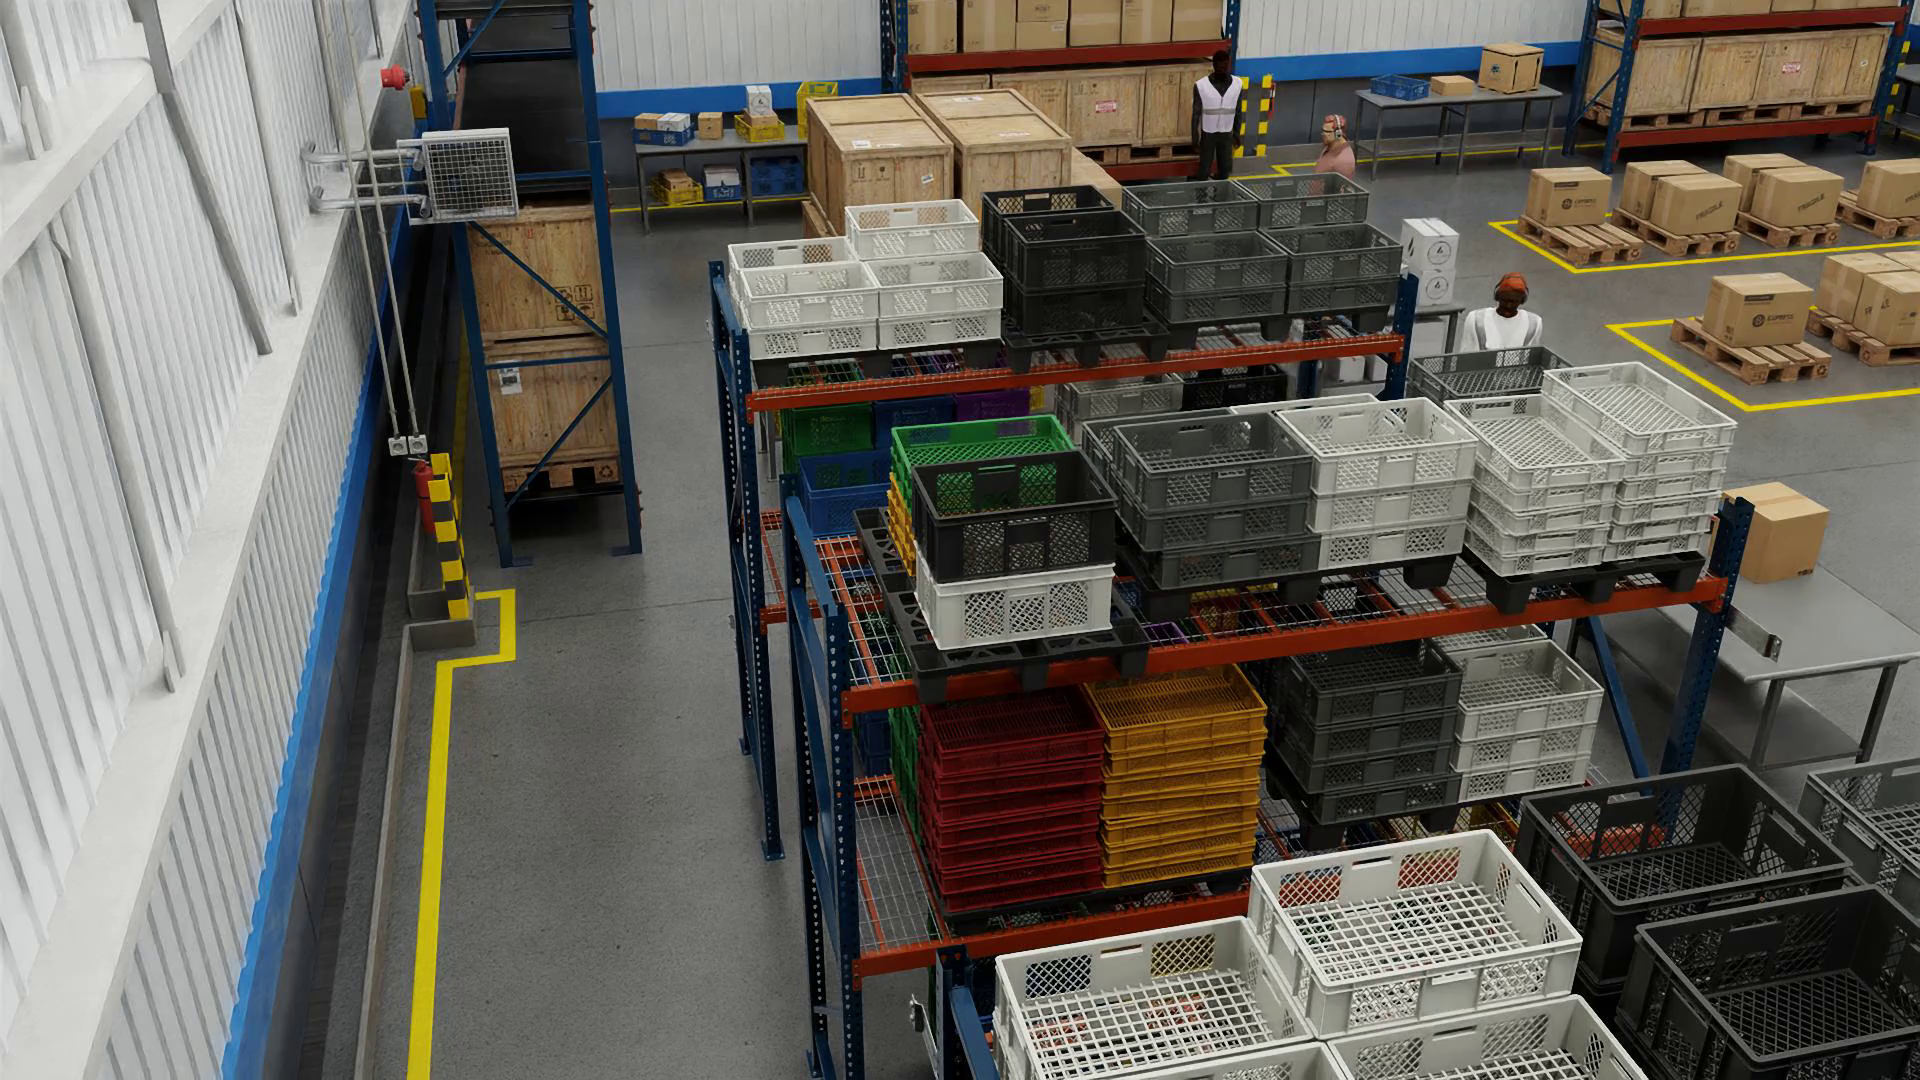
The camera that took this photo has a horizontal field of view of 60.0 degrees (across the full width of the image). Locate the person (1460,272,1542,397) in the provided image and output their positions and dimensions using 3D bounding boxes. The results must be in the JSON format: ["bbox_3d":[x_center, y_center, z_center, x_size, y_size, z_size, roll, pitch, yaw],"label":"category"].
[{"bbox_3d":[3.958,-1.087,12.359,0.574,1.887,0.355,2,28,3],"label":"person"}]

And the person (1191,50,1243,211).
[{"bbox_3d":[2.941,-4.680,19.159,0.598,1.907,0.407,-6,28,-11],"label":"person"}]

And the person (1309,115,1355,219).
[{"bbox_3d":[3.641,-3.258,16.473,0.400,1.900,0.648,0,28,1],"label":"person"}]
